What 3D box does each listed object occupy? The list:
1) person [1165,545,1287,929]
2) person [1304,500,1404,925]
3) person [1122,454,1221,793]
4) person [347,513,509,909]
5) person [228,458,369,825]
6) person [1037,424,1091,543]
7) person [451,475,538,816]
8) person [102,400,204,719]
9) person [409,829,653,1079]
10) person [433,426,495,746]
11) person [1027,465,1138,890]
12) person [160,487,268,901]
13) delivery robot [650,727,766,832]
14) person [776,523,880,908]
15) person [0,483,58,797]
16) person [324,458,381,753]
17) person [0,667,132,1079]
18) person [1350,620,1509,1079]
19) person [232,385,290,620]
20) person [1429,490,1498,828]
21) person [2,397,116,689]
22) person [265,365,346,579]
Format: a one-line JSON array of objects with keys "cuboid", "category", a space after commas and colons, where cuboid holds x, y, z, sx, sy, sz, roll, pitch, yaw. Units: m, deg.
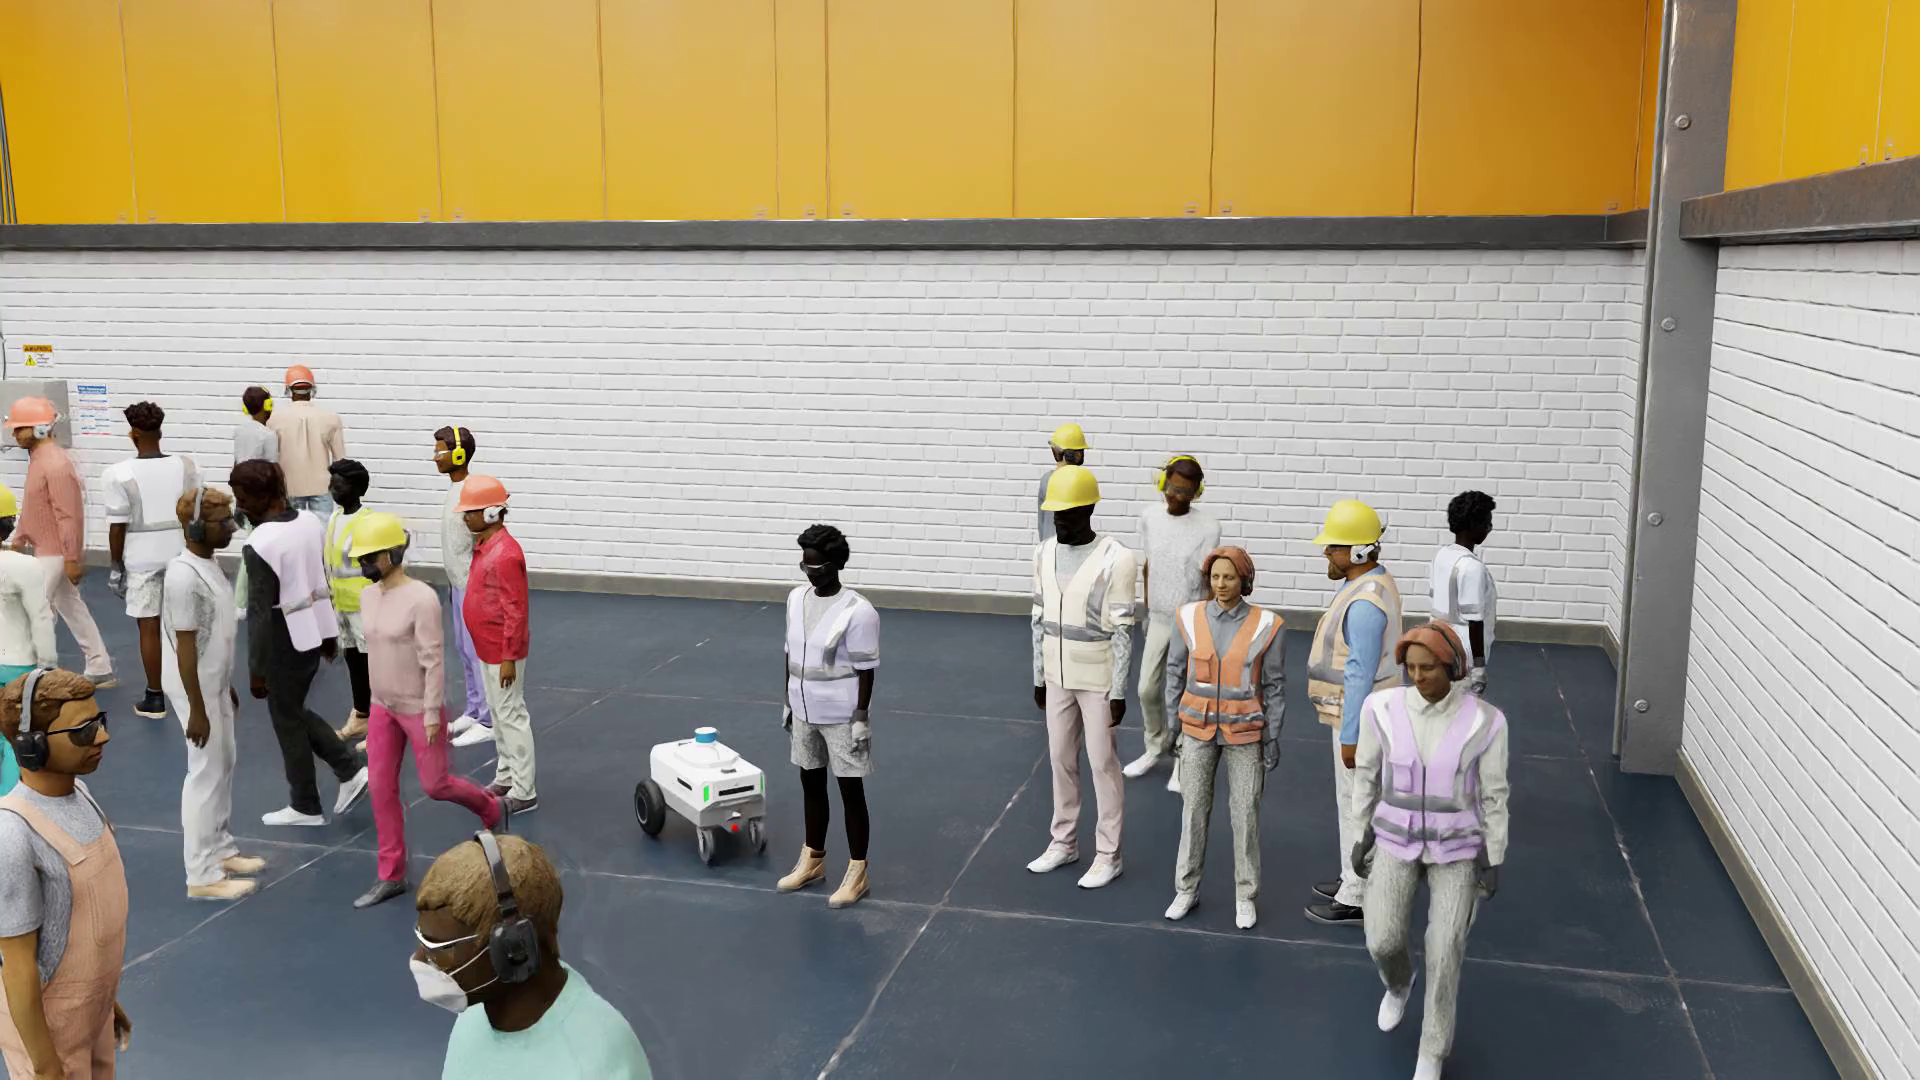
[{"cuboid": [1.121, 0.828, 7.069, 0.514, 1.642, 0.310, 4, 10, 20], "category": "person"}, {"cuboid": [1.683, 0.732, 7.112, 0.403, 1.825, 0.593, 3, 10, 16], "category": "person"}, {"cuboid": [1.139, 0.443, 8.779, 0.563, 1.830, 0.458, 8, 12, 39], "category": "person"}, {"cuboid": [-2.414, 0.717, 7.438, 0.533, 1.735, 0.732, 5, 11, 29], "category": "person"}, {"cuboid": [-3.258, 0.521, 8.162, 0.476, 1.878, 0.655, 1, 10, 6], "category": "person"}, {"cuboid": [0.695, 0.122, 10.862, 0.310, 1.768, 0.533, -5, 11, -26], "category": "person"}, {"cuboid": [-2.381, 0.532, 8.489, 0.346, 1.746, 0.573, -5, 11, -27], "category": "person"}, {"cuboid": [-4.959, 0.118, 10.299, 0.368, 1.961, 0.613, 9, 13, 43], "category": "person"}, {"cuboid": [-0.629, 1.399, 2.901, 0.556, 1.918, 0.655, -7, 12, -34], "category": "person"}, {"cuboid": [-2.906, 0.263, 9.726, 0.315, 1.869, 0.534, -5, 11, -29], "category": "person"}, {"cuboid": [0.532, 0.612, 7.544, 0.580, 1.919, 0.387, 9, 13, 43], "category": "person"}, {"cuboid": [-3.352, 0.681, 7.418, 0.347, 1.840, 0.555, -2, 10, -14], "category": "person"}, {"cuboid": [-1.227, 1.154, 8.061, 0.477, 0.478, 0.707, -6, 12, -31], "category": "delivery robot"}, {"cuboid": [-0.584, 0.760, 7.316, 0.532, 1.694, 0.319, 8, 12, 38], "category": "person"}, {"cuboid": [-4.647, 0.597, 8.079, 0.543, 1.757, 0.393, 0, 10, 1], "category": "person"}, {"cuboid": [-3.482, 0.371, 9.598, 0.541, 1.697, 0.316, 9, 13, 42], "category": "person"}, {"cuboid": [-2.220, 1.220, 4.162, 0.344, 1.847, 0.504, -2, 10, -12], "category": "person"}, {"cuboid": [1.616, 1.059, 5.733, 0.530, 1.622, 0.412, 4, 11, 24], "category": "person"}, {"cuboid": [-5.444, -0.271, 12.930, 0.623, 1.870, 0.385, 7, 12, 35], "category": "person"}, {"cuboid": [2.500, 0.592, 8.309, 0.319, 1.694, 0.532, -1, 10, -5], "category": "person"}, {"cuboid": [-5.888, 0.065, 10.636, 0.810, 1.957, 0.631, -6, 11, -33], "category": "person"}, {"cuboid": [-5.280, -0.416, 13.409, 0.648, 1.983, 0.423, -6, 11, -30], "category": "person"}]
